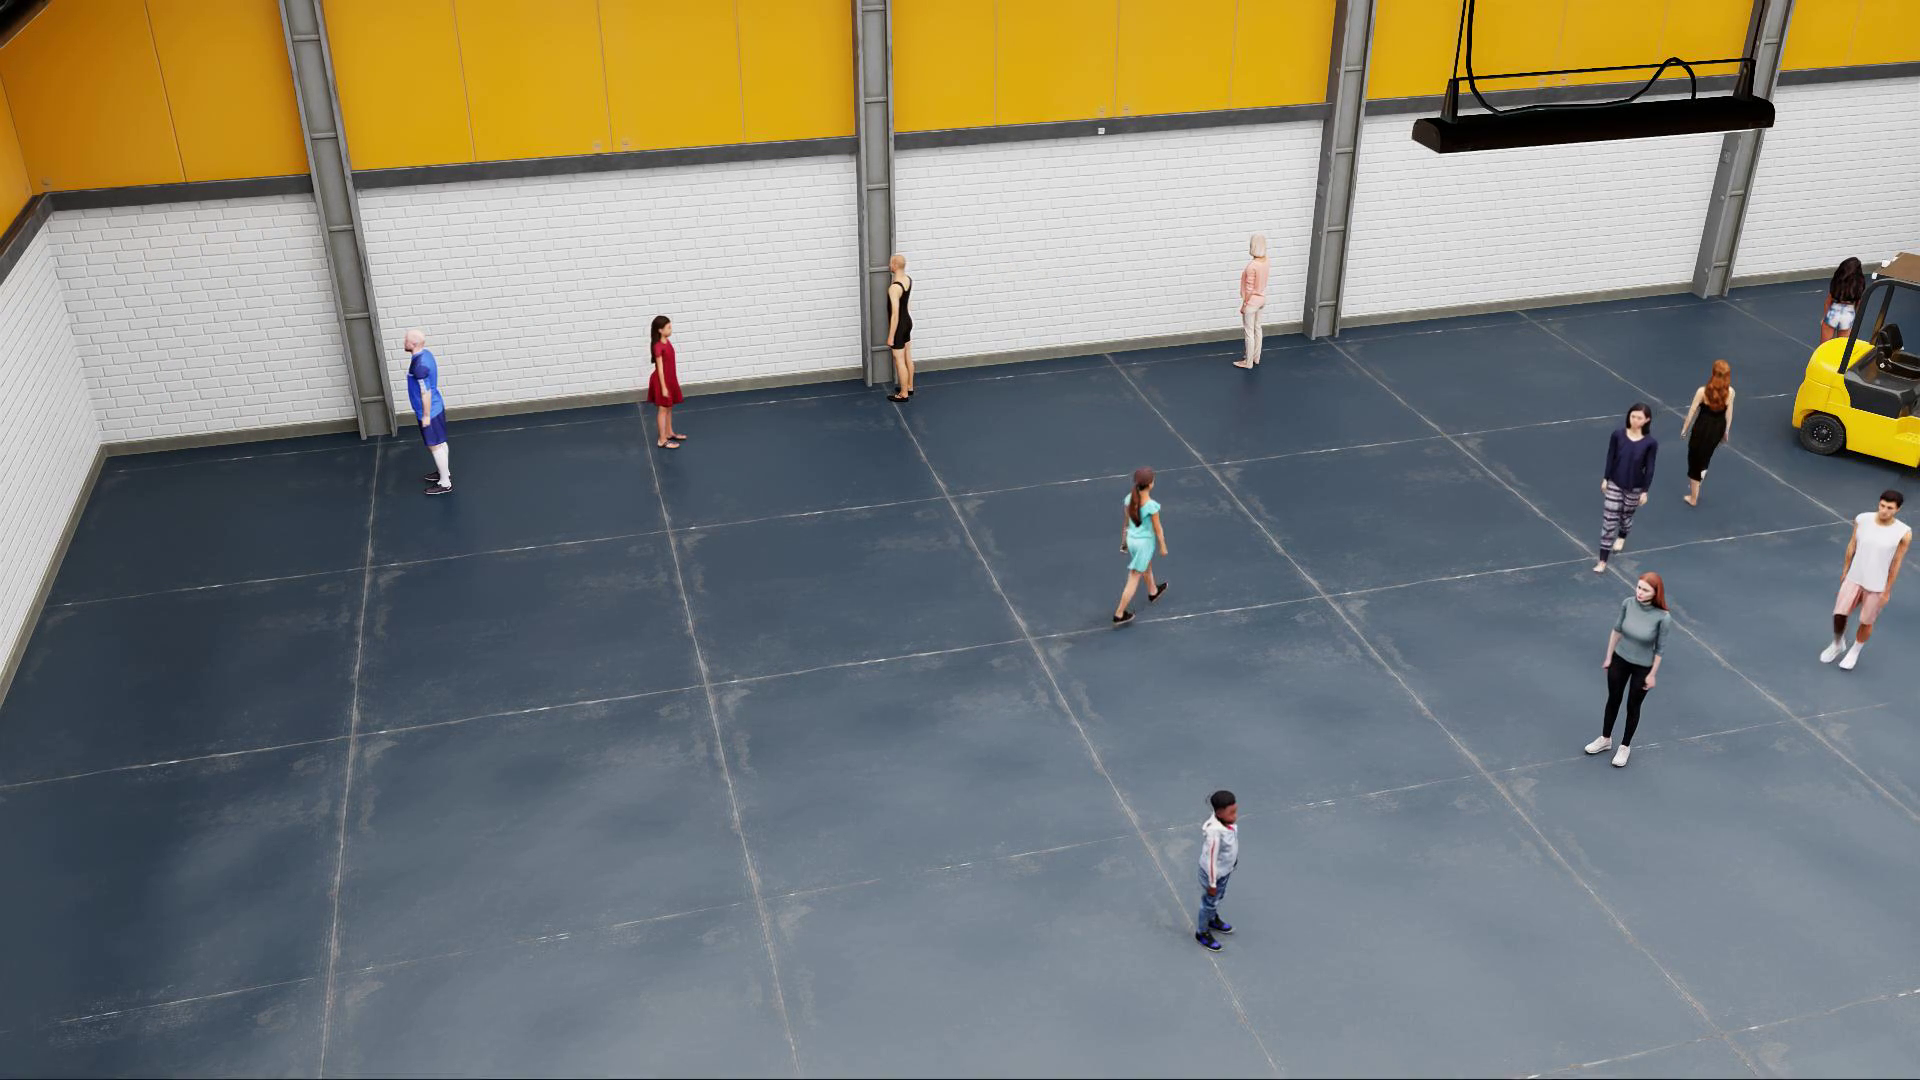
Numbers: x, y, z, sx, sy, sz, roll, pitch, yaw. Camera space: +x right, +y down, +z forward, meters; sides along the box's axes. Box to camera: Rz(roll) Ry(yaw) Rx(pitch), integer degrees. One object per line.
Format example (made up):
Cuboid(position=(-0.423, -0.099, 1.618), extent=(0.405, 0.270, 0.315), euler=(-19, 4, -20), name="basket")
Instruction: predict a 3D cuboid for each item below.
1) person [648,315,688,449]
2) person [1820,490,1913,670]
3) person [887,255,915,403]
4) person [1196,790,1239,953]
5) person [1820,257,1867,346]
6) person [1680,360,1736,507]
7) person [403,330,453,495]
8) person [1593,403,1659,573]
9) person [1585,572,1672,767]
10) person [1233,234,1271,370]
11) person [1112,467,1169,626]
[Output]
Cuboid(position=(-3.355, -1.806, 18.827), extent=(0.702, 1.553, 0.640), euler=(4, 29, 7), name="person")
Cuboid(position=(8.068, 0.327, 14.686), extent=(0.798, 1.774, 0.760), euler=(-25, 37, -38), name="person")
Cuboid(position=(-0.712, -2.536, 19.893), extent=(0.712, 1.814, 0.714), euler=(10, 30, 17), name="person")
Cuboid(position=(1.800, 2.276, 11.651), extent=(0.624, 1.260, 0.567), euler=(14, 32, 24), name="person")
Cuboid(position=(10.747, -2.672, 20.340), extent=(0.648, 1.626, 0.724), euler=(11, 30, 19), name="person")
Cuboid(position=(7.866, -1.082, 17.440), extent=(0.678, 1.611, 0.740), euler=(1, 29, 2), name="person")
Cuboid(position=(-5.676, -1.394, 17.771), extent=(0.574, 1.842, 0.672), euler=(-6, 29, -11), name="person")
Cuboid(position=(6.603, -0.564, 16.411), extent=(1.055, 1.687, 1.143), euler=(18, 33, 29), name="person")
Cuboid(position=(5.431, 1.027, 13.436), extent=(0.674, 1.743, 0.668), euler=(-23, 36, -35), name="person")
Cuboid(position=(3.682, -2.999, 20.835), extent=(0.744, 1.726, 0.654), euler=(21, 35, 33), name="person")
Cuboid(position=(1.632, 0.085, 15.399), extent=(1.126, 1.518, 0.853), euler=(-22, 36, -35), name="person")
